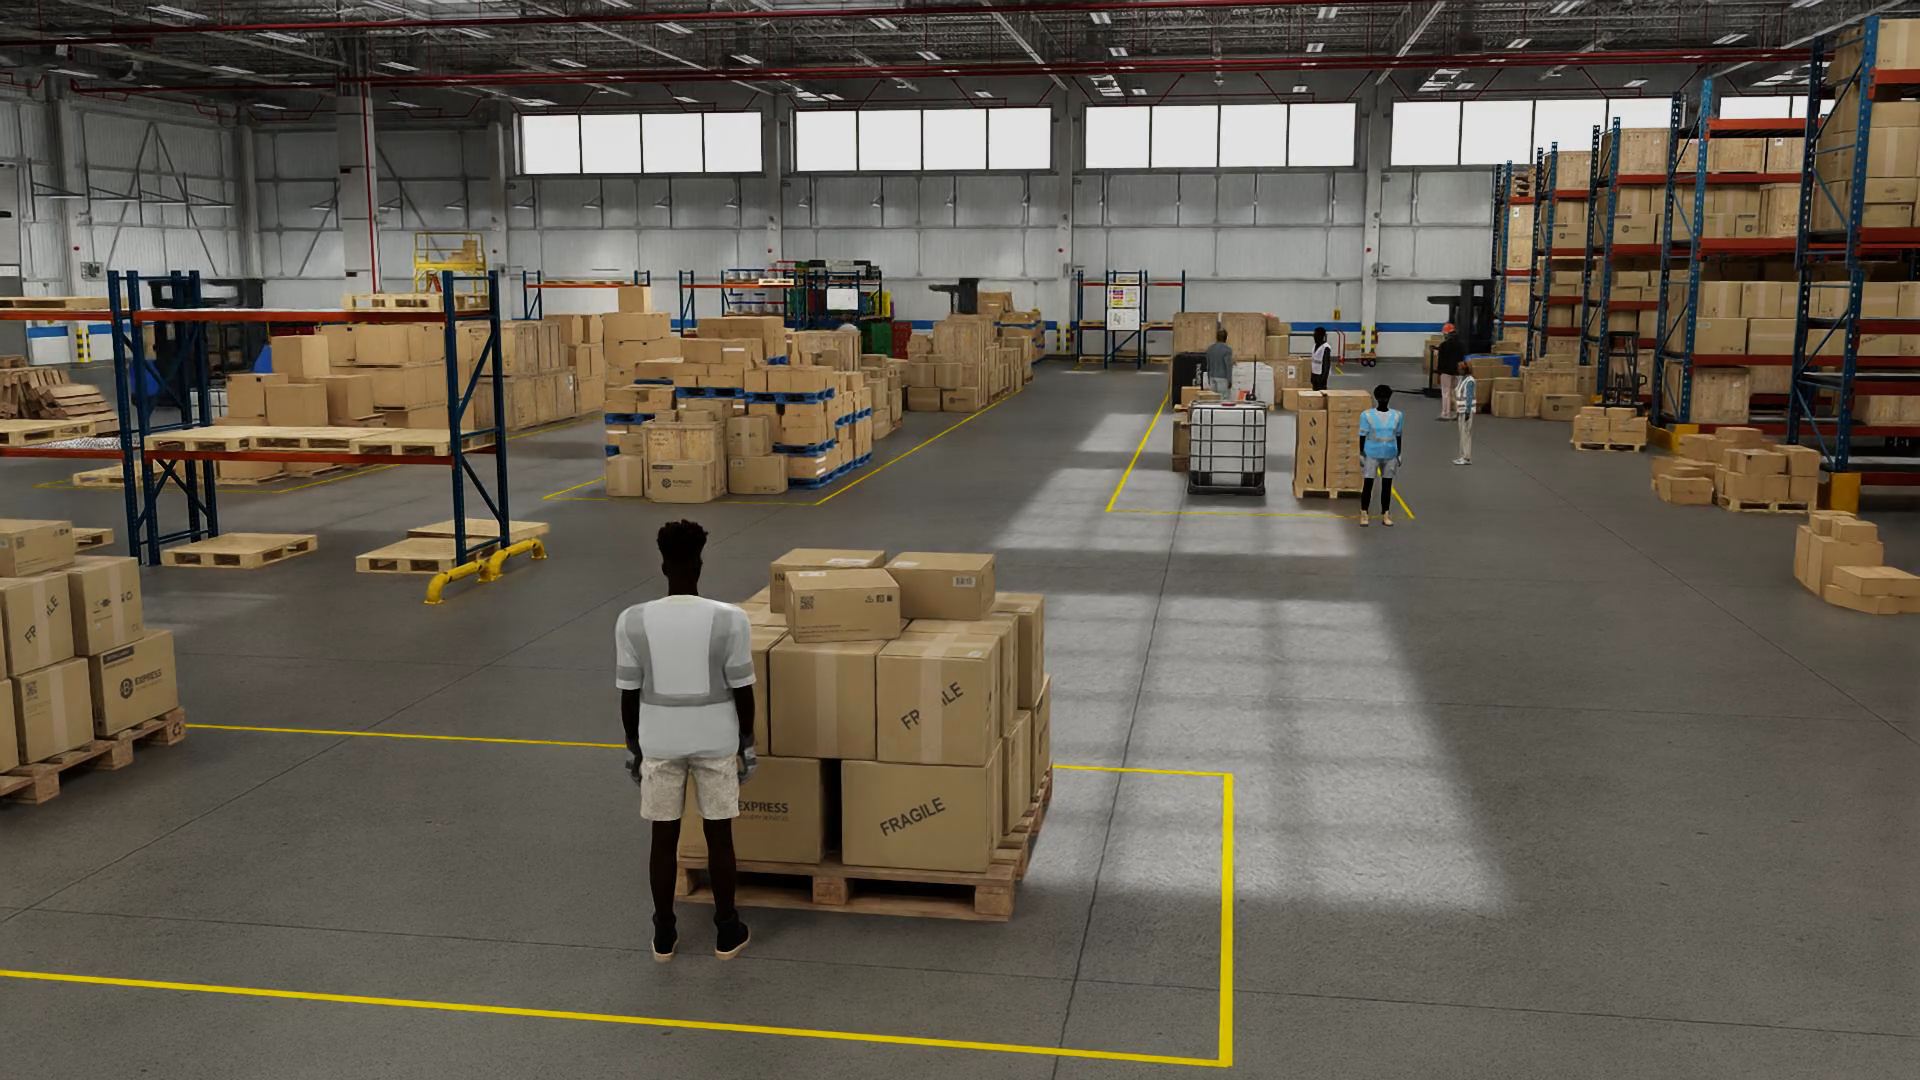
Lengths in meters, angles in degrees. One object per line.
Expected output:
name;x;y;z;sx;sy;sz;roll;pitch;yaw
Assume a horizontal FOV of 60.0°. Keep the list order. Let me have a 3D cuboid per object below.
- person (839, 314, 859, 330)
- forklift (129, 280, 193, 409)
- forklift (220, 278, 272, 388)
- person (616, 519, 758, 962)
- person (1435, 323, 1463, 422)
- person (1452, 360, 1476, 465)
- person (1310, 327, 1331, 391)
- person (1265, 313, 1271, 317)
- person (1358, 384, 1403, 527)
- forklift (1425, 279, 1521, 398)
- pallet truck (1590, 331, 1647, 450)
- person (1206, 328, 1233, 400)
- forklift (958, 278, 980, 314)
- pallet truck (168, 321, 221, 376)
person;-2.953;-5.050;44.085;0.635;1.894;0.929;6;11;33
forklift;-17.241;-4.314;36.523;1.873;2.768;1.129;4;10;23
forklift;-18.085;-5.344;42.876;1.873;2.768;1.129;-3;10;-17
person;-1.186;0.881;7.291;0.606;1.967;0.367;0;9;-1
person;9.796;-3.348;33.360;0.630;1.982;0.428;-4;10;-25
person;7.910;-1.993;26.049;0.324;1.630;0.523;0;9;0
person;7.138;-3.260;32.979;0.383;1.918;0.597;-3;10;-15
person;8.105;-5.038;43.923;0.573;1.925;0.496;9;13;43
person;4.977;-0.995;19.690;0.540;1.695;0.317;0;9;-2
forklift;11.995;-4.656;38.632;1.129;2.768;1.873;-7;11;-35
pallet truck;11.253;-2.573;28.499;0.823;1.965;1.885;5;10;27
person;4.971;-3.088;31.889;0.366;1.931;0.630;-7;12;-38
forklift;0.246;-5.970;46.733;1.873;2.768;1.129;-3;10;-17
pallet truck;-21.869;-5.598;47.154;0.823;1.965;1.885;4;10;26
